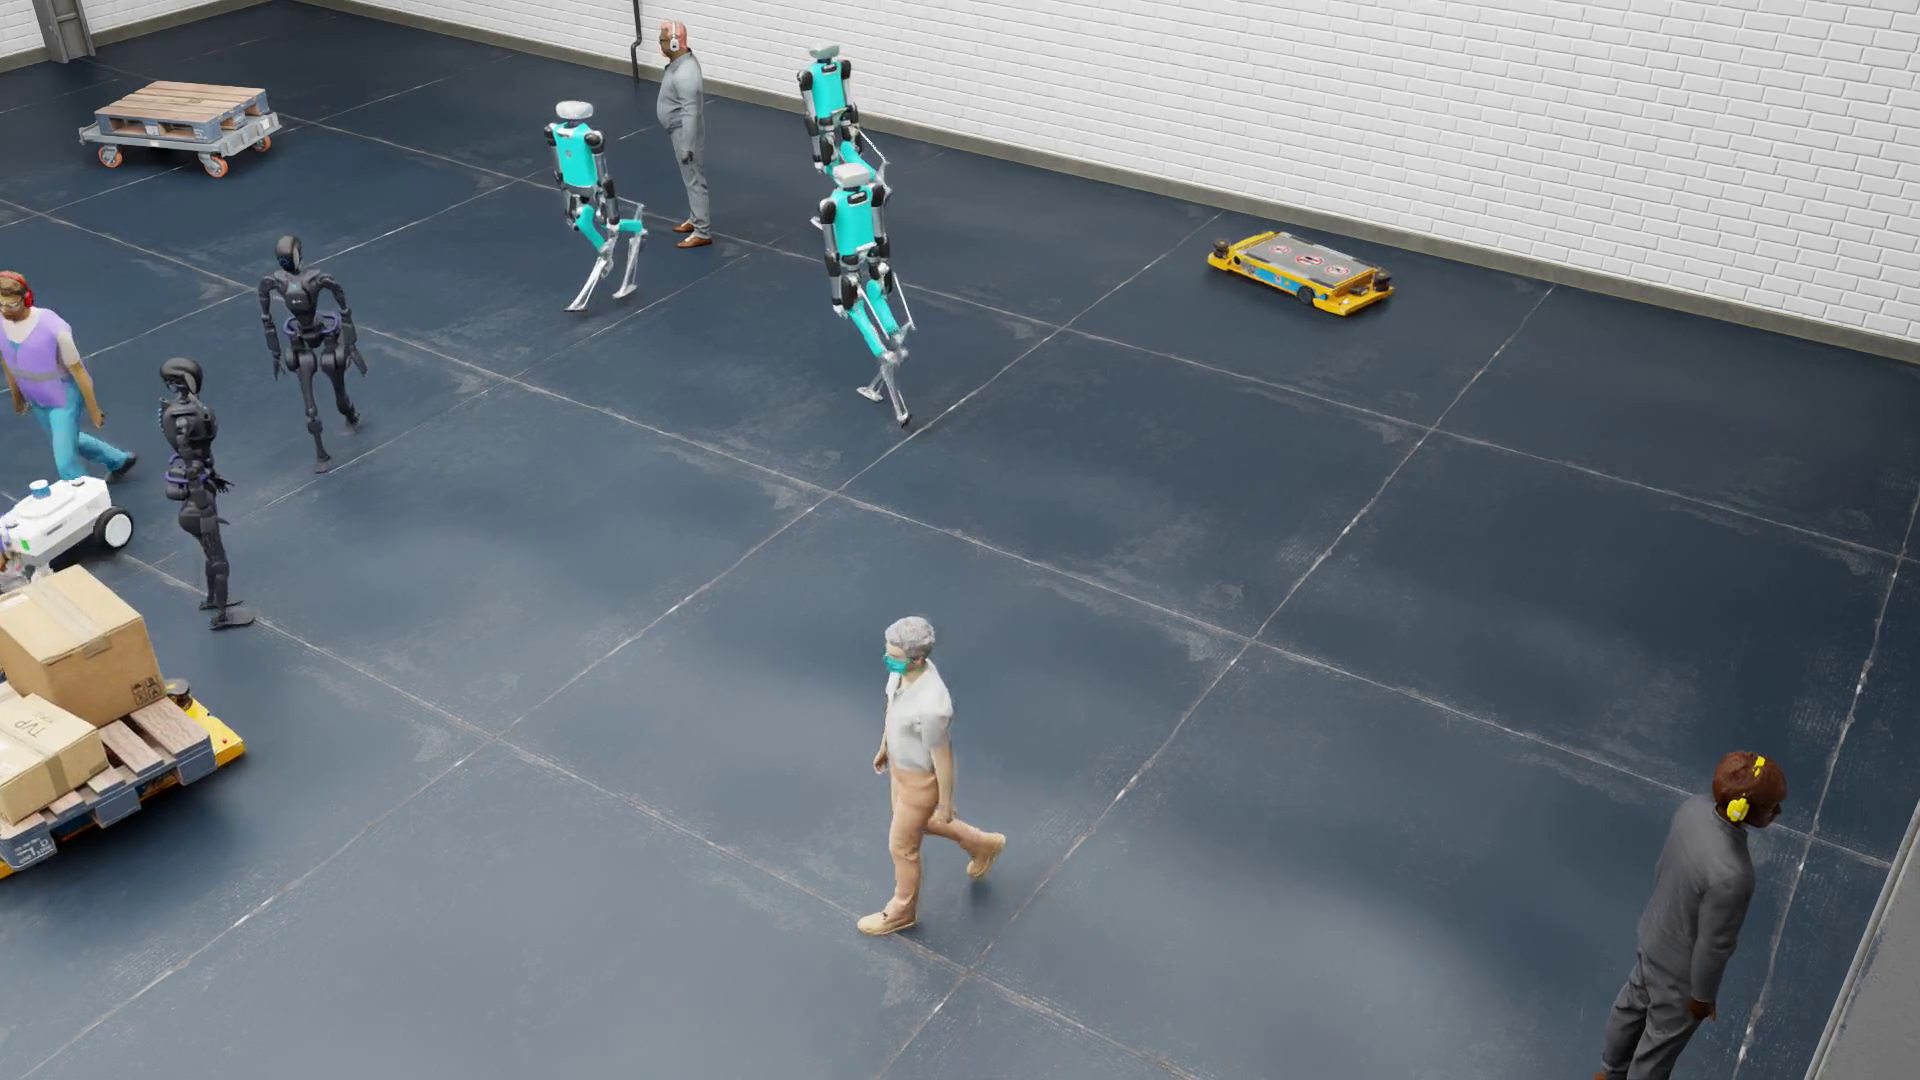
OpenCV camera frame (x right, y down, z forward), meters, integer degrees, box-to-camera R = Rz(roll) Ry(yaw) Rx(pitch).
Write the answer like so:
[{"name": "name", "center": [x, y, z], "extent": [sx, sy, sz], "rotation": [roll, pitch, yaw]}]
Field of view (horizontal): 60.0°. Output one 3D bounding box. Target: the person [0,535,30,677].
[{"name": "person", "center": [-5.339, -0.001, 8.823], "extent": [0.580, 1.832, 0.763], "rotation": [6, 33, 9]}]

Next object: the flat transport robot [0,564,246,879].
[{"name": "flat transport robot", "center": [-4.444, 1.210, 8.374], "extent": [0.659, 0.231, 1.431], "rotation": [26, 41, 34]}]

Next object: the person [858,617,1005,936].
[{"name": "person", "center": [-0.132, 1.007, 7.338], "extent": [0.670, 1.729, 0.473], "rotation": [-10, 34, -15]}]

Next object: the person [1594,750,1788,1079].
[{"name": "person", "center": [2.767, 1.564, 6.341], "extent": [0.362, 1.873, 0.492], "rotation": [2, 33, 3]}]

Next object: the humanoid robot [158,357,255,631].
[{"name": "humanoid robot", "center": [-4.299, -0.276, 9.402], "extent": [0.366, 1.644, 0.603], "rotation": [-9, 34, -14]}]

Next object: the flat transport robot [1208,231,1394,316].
[{"name": "flat transport robot", "center": [2.805, -2.233, 13.731], "extent": [0.659, 0.231, 1.431], "rotation": [-25, 41, -34]}]

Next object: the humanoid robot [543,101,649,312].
[{"name": "humanoid robot", "center": [-2.787, -2.594, 12.921], "extent": [0.545, 1.745, 0.965], "rotation": [17, 36, 24]}]

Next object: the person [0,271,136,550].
[{"name": "person", "center": [-5.525, -0.912, 10.267], "extent": [0.624, 1.799, 0.800], "rotation": [11, 34, 17]}]

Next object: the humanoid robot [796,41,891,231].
[{"name": "humanoid robot", "center": [-0.921, -3.246, 13.927], "extent": [0.530, 1.705, 1.001], "rotation": [-28, 42, -36]}]

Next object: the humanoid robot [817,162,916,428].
[{"name": "humanoid robot", "center": [-0.517, -1.631, 11.490], "extent": [0.547, 1.819, 0.890], "rotation": [-26, 41, -34]}]

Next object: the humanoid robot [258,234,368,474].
[{"name": "humanoid robot", "center": [-4.263, -1.287, 11.012], "extent": [0.611, 1.651, 0.630], "rotation": [-5, 33, -7]}]

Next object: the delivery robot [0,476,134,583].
[{"name": "delivery robot", "center": [-5.517, -0.096, 10.119], "extent": [0.499, 0.570, 0.750], "rotation": [11, 34, 17]}]

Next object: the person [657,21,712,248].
[{"name": "person", "center": [-2.341, -3.424, 14.071], "extent": [0.404, 1.910, 0.641], "rotation": [-5, 33, -8]}]
